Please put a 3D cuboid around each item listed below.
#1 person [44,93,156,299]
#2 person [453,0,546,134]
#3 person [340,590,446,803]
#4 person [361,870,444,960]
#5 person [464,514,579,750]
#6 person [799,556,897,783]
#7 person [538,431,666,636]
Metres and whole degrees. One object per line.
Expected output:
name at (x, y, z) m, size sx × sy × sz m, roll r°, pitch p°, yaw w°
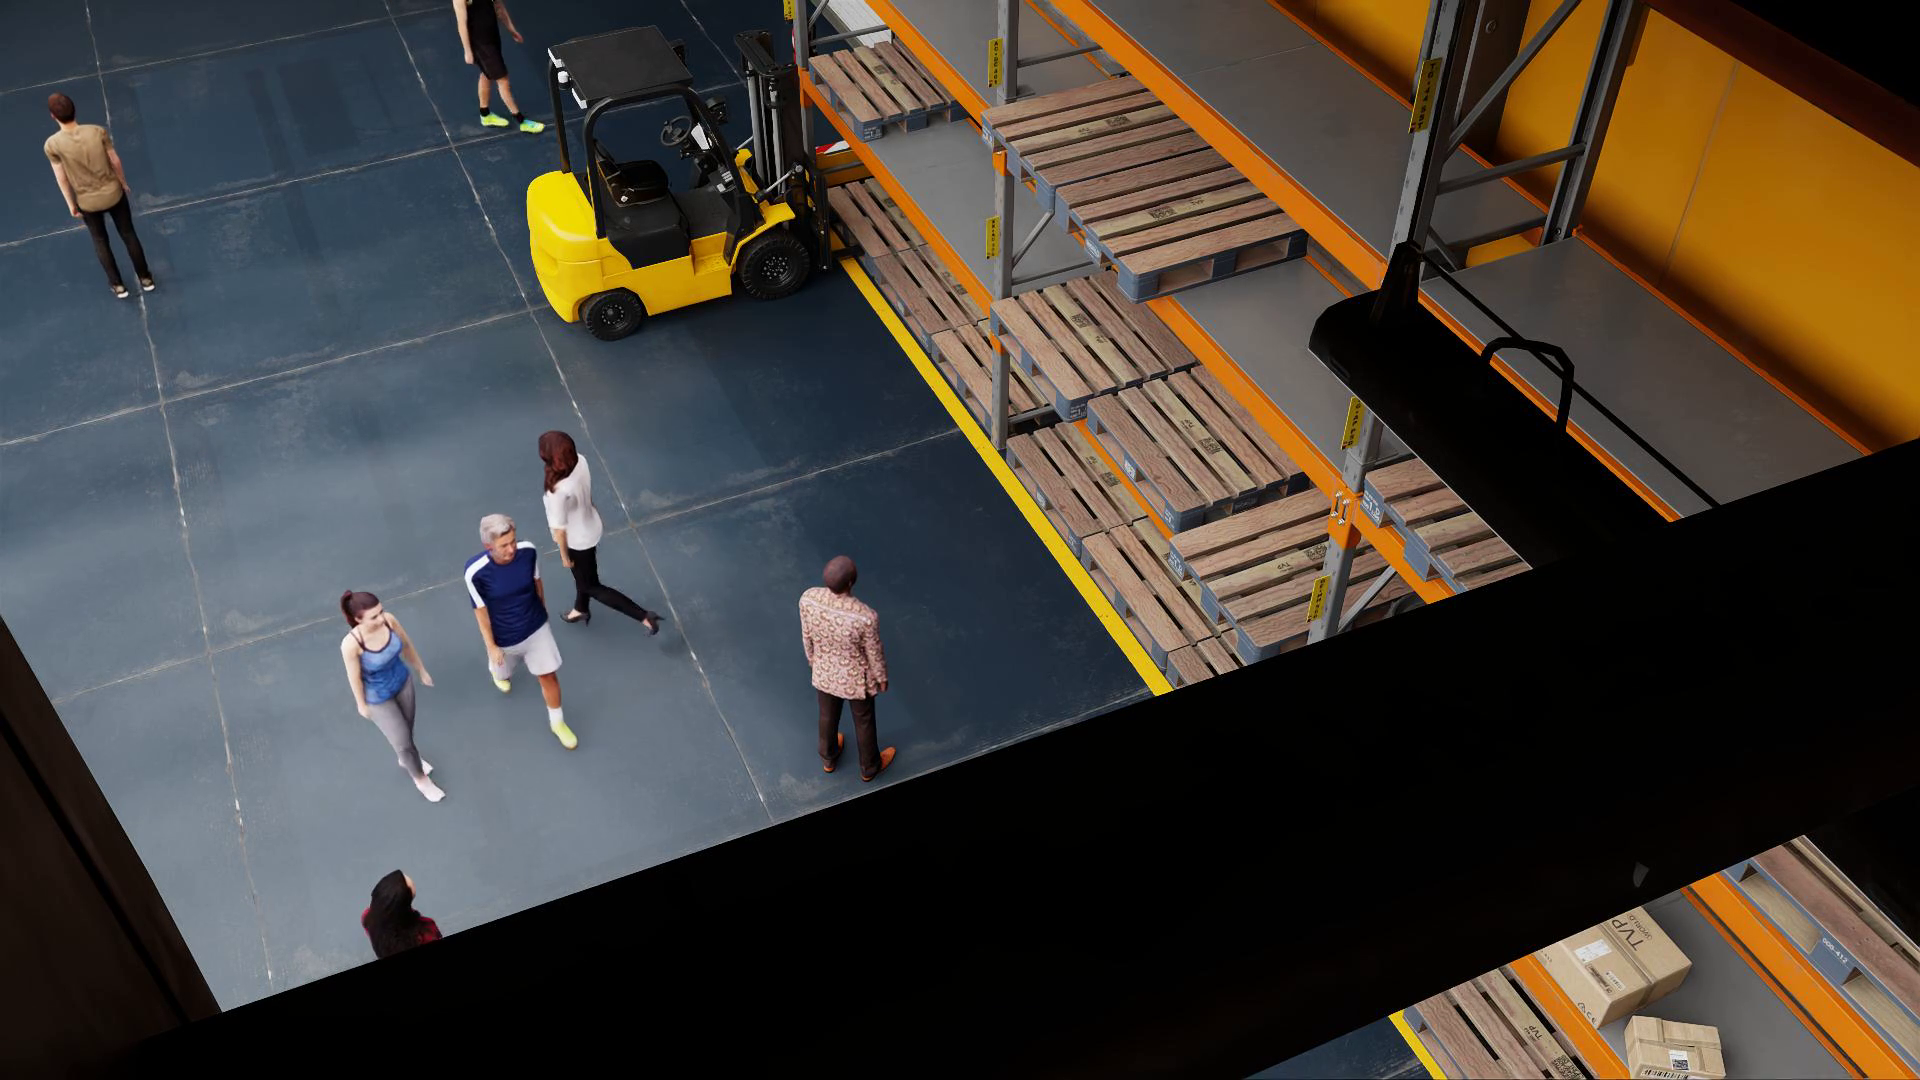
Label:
person at (-7.148, -2.859, 13.849) m, size 0.698 × 1.847 × 0.643 m, roll -23°, pitch 48°, yaw -23°
person at (-4.607, -4.774, 15.844) m, size 1.059 × 1.868 × 1.036 m, roll 8°, pitch 44°, yaw 9°
person at (-3.516, 0.881, 10.103) m, size 0.861 × 1.599 × 0.783 m, roll 23°, pitch 48°, yaw 22°
person at (-2.817, 2.310, 8.566) m, size 0.773 × 1.649 × 0.834 m, roll 11°, pitch 45°, yaw 12°
person at (-2.809, 0.508, 10.339) m, size 0.778 × 1.813 × 1.167 m, roll -27°, pitch 50°, yaw -26°
person at (-0.695, 0.784, 10.053) m, size 0.764 × 1.808 × 0.833 m, roll 16°, pitch 46°, yaw 16°
person at (-2.386, 0.018, 10.885) m, size 1.068 × 1.769 × 1.073 m, roll 9°, pitch 44°, yaw 9°
